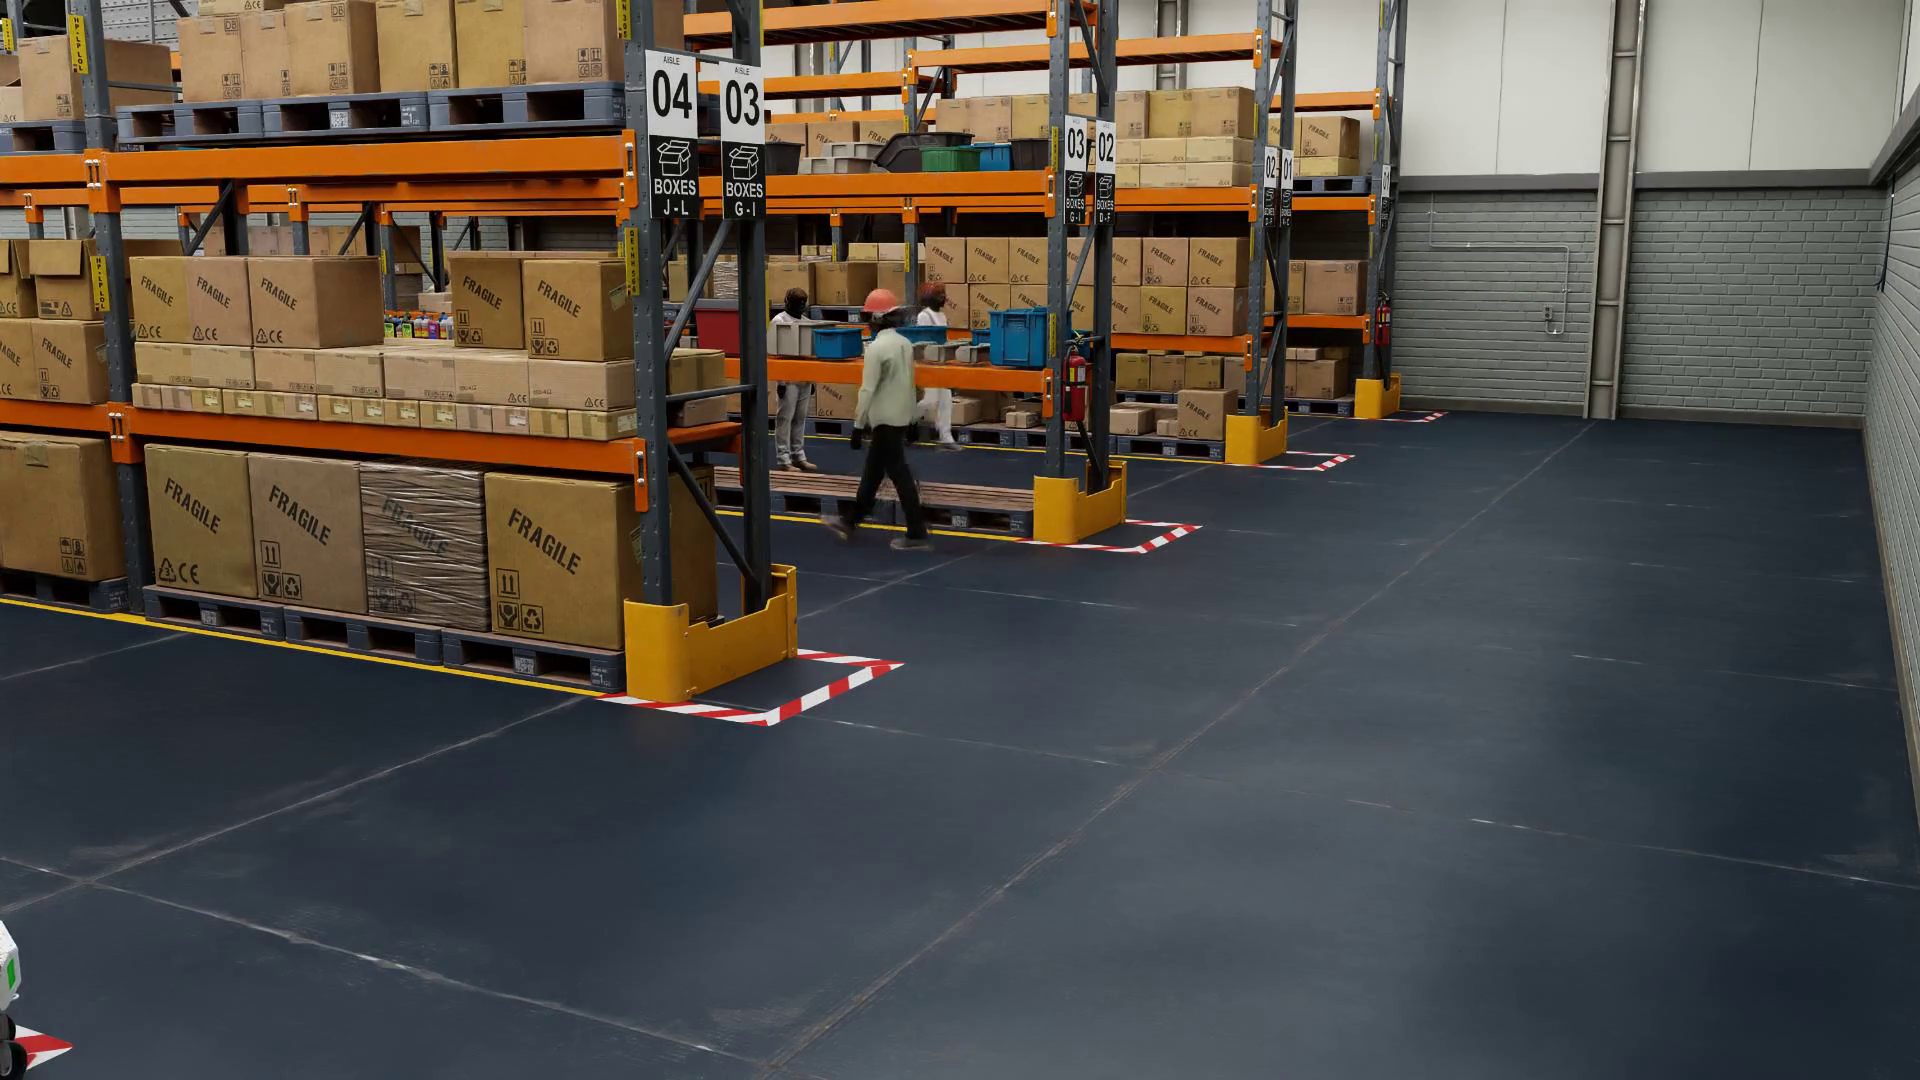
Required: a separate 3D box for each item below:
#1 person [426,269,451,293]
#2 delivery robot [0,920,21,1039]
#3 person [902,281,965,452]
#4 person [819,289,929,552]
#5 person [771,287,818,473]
[{"bbox_3d":[-7.980,-3.271,25.717,0.429,1.846,0.625,1,10,4],"label":"person"},{"bbox_3d":[-2.919,1.229,4.439,0.707,0.478,0.477,-8,13,-38],"label":"delivery robot"},{"bbox_3d":[-0.337,-1.890,18.142,0.771,1.862,0.587,5,11,23],"label":"person"},{"bbox_3d":[-0.650,-0.893,12.461,0.990,1.942,0.647,4,11,21],"label":"person"},{"bbox_3d":[-1.629,-1.575,16.487,0.430,1.841,0.624,6,12,28],"label":"person"}]
